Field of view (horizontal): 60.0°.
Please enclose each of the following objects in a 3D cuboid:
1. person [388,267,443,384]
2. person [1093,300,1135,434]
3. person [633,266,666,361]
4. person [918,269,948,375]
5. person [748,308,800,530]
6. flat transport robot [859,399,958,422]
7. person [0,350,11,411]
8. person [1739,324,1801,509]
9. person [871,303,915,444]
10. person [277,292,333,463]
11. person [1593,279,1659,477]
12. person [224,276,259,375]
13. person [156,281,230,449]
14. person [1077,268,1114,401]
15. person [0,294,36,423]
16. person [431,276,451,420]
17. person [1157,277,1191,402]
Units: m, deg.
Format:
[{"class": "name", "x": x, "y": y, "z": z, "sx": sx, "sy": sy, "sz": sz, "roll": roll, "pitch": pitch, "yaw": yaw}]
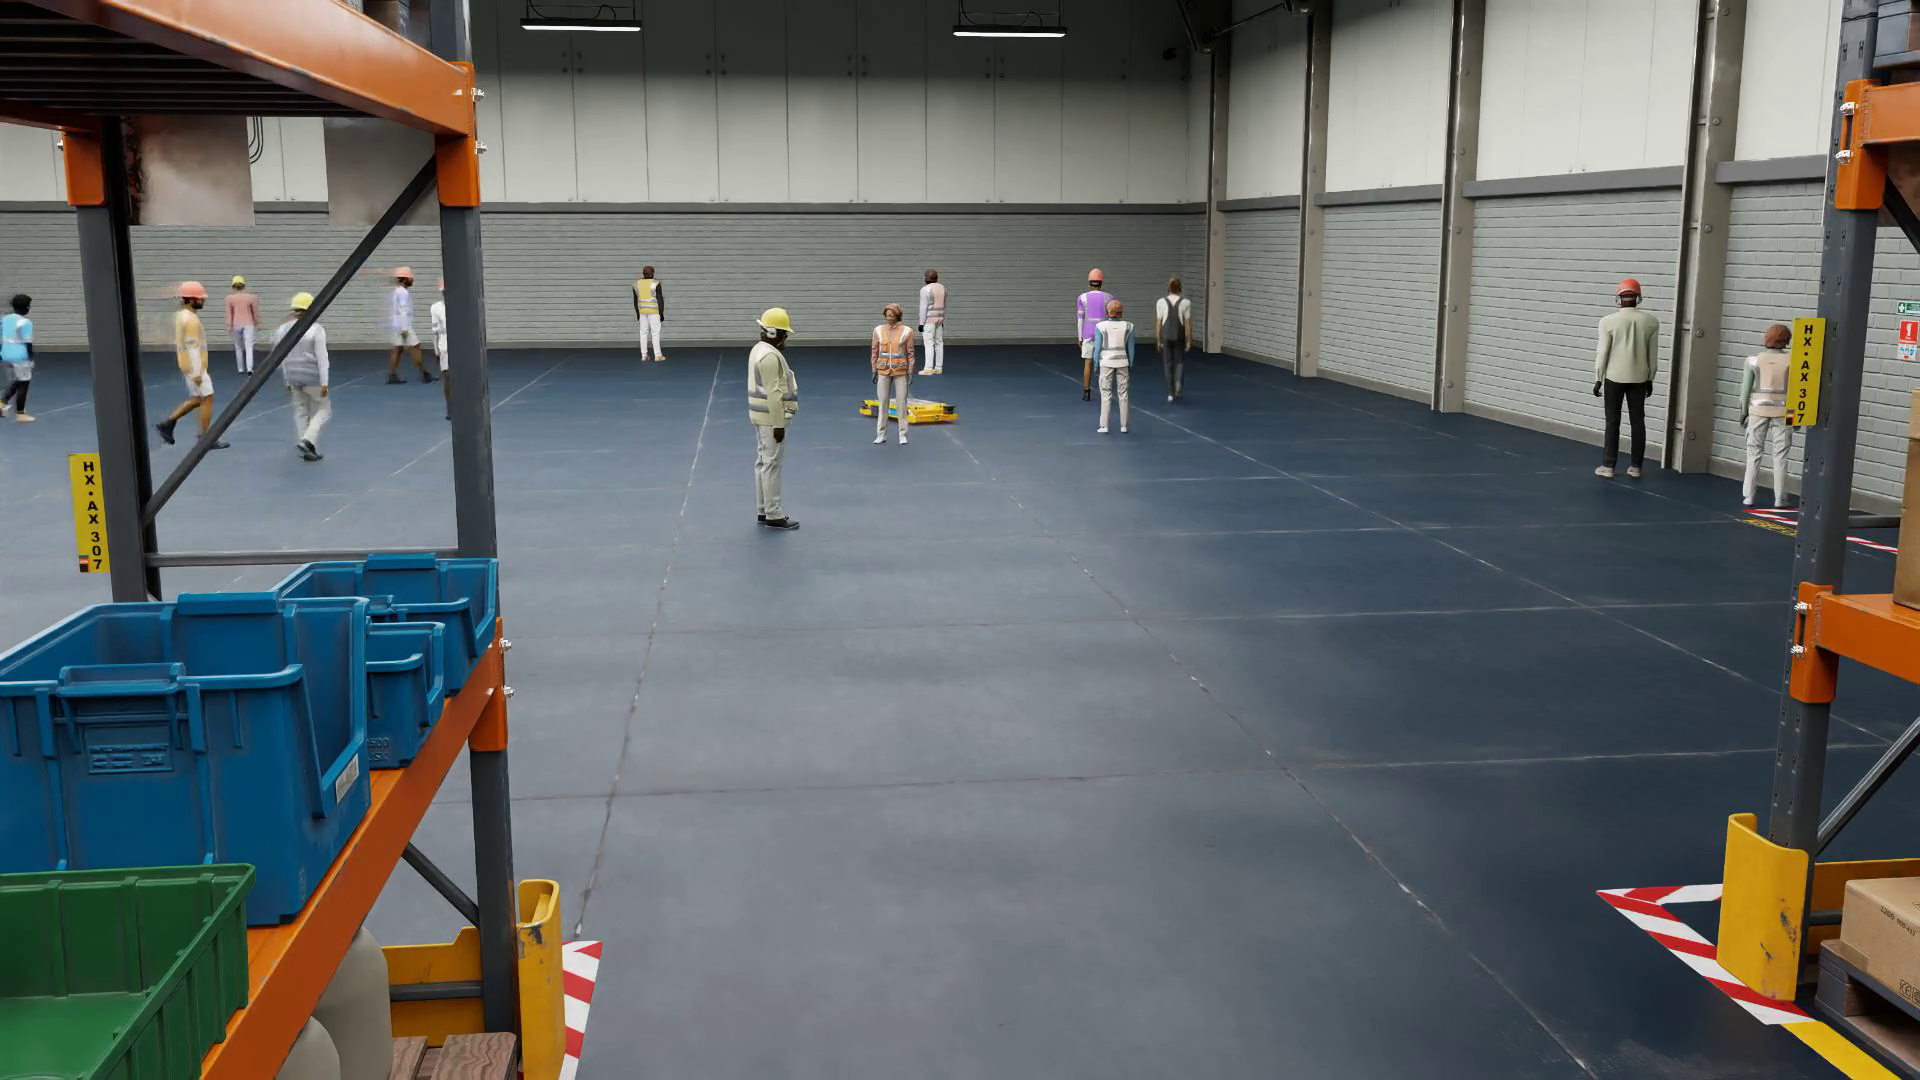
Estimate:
[{"class": "person", "x": -8.975, "y": -3.500, "z": 27.242, "sx": 0.927, "sy": 1.895, "sz": 0.581, "roll": -6, "pitch": 12, "yaw": -28}, {"class": "person", "x": 1.883, "y": -2.114, "z": 20.364, "sx": 0.525, "sy": 1.639, "sz": 0.307, "roll": -2, "pitch": 10, "yaw": -9}, {"class": "person", "x": -6.033, "y": -4.408, "z": 32.388, "sx": 0.624, "sy": 1.844, "sz": 0.429, "roll": 3, "pitch": 11, "yaw": 18}, {"class": "person", "x": -0.503, "y": -3.803, "z": 29.069, "sx": 0.429, "sy": 1.844, "sz": 0.627, "roll": 8, "pitch": 13, "yaw": 39}, {"class": "person", "x": -1.541, "y": -0.999, "z": 13.749, "sx": 0.403, "sy": 1.822, "sz": 0.589, "roll": -3, "pitch": 11, "yaw": -18}, {"class": "flat transport robot", "x": -0.695, "y": -1.730, "z": 22.010, "sx": 0.652, "sy": 0.197, "sz": 1.431, "roll": -7, "pitch": 12, "yaw": -33}, {"class": "person", "x": -12.888, "y": -2.506, "z": 21.843, "sx": 0.583, "sy": 1.874, "sz": 0.940, "roll": 4, "pitch": 11, "yaw": 22}, {"class": "person", "x": 7.212, "y": -1.096, "z": 14.790, "sx": 0.523, "sy": 1.636, "sz": 0.311, "roll": 6, "pitch": 12, "yaw": 31}, {"class": "person", "x": -0.781, "y": -1.932, "z": 19.365, "sx": 0.514, "sy": 1.640, "sz": 0.310, "roll": 2, "pitch": 10, "yaw": 9}, {"class": "person", "x": -6.936, "y": -1.706, "z": 17.628, "sx": 0.595, "sy": 1.820, "sz": 0.474, "roll": 3, "pitch": 11, "yaw": 16}, {"class": "person", "x": 6.671, "y": -1.621, "z": 16.709, "sx": 0.612, "sy": 1.986, "sz": 0.401, "roll": 0, "pitch": 10, "yaw": 2}, {"class": "person", "x": -12.572, "y": -3.754, "z": 29.142, "sx": 0.526, "sy": 1.723, "sz": 0.913, "roll": -4, "pitch": 11, "yaw": -21}, {"class": "person", "x": -8.690, "y": -1.956, "z": 18.737, "sx": 0.652, "sy": 1.916, "sz": 0.554, "roll": -8, "pitch": 13, "yaw": -36}, {"class": "person", "x": 1.992, "y": -3.002, "z": 24.407, "sx": 0.545, "sy": 1.941, "sz": 0.350, "roll": 1, "pitch": 10, "yaw": 5}, {"class": "person", "x": -12.153, "y": -2.331, "z": 21.459, "sx": 0.560, "sy": 1.665, "sz": 0.458, "roll": 5, "pitch": 12, "yaw": 26}, {"class": "person", "x": -6.749, "y": -2.581, "z": 22.190, "sx": 0.549, "sy": 1.913, "sz": 0.798, "roll": -2, "pitch": 11, "yaw": -12}, {"class": "person", "x": 3.123, "y": -2.933, "z": 24.353, "sx": 0.501, "sy": 1.827, "sz": 0.419, "roll": 2, "pitch": 10, "yaw": 8}]
